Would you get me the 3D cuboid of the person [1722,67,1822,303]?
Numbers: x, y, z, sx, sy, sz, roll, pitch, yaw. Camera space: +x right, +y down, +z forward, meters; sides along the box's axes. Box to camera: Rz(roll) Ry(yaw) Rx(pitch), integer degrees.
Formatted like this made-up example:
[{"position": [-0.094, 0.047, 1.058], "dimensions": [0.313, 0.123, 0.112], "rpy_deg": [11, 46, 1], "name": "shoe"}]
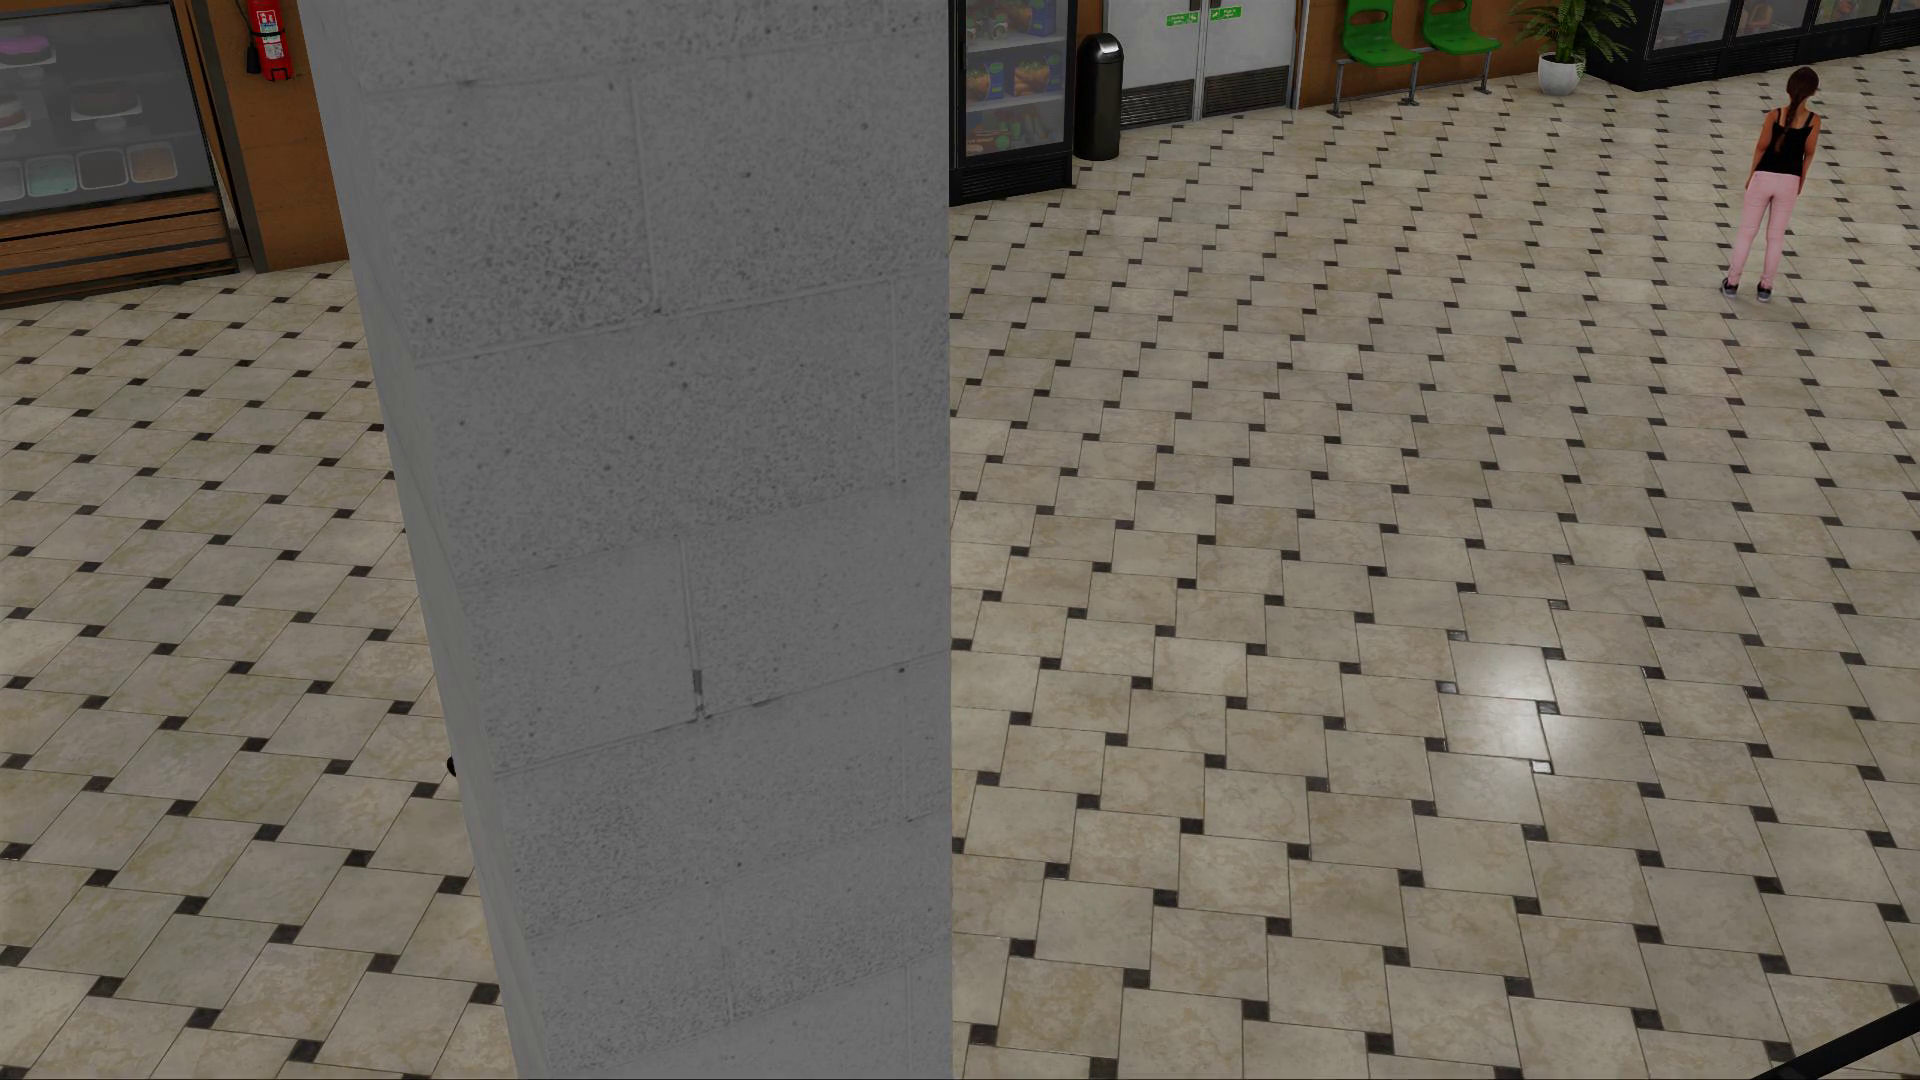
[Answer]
[{"position": [5.394, -2.350, 11.012], "dimensions": [0.595, 1.563, 0.651], "rpy_deg": [10, 33, 15], "name": "person"}]
